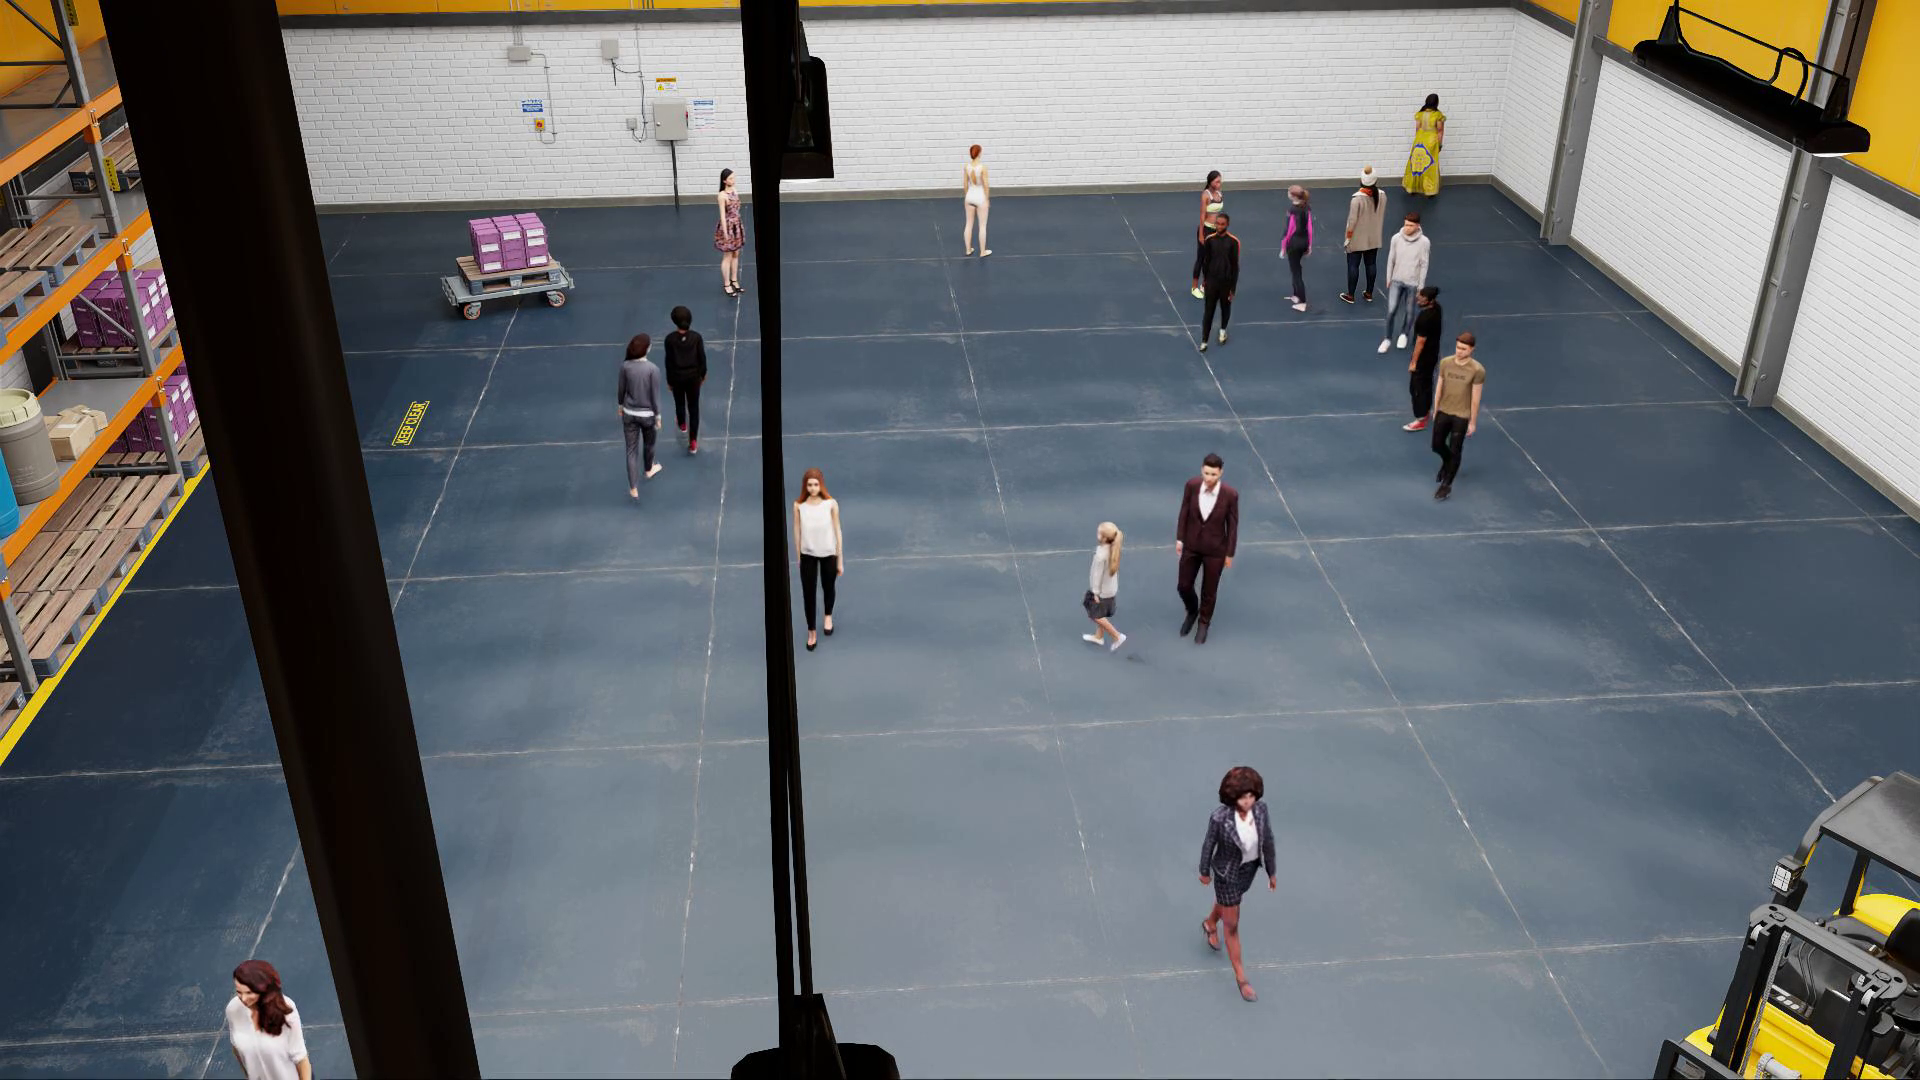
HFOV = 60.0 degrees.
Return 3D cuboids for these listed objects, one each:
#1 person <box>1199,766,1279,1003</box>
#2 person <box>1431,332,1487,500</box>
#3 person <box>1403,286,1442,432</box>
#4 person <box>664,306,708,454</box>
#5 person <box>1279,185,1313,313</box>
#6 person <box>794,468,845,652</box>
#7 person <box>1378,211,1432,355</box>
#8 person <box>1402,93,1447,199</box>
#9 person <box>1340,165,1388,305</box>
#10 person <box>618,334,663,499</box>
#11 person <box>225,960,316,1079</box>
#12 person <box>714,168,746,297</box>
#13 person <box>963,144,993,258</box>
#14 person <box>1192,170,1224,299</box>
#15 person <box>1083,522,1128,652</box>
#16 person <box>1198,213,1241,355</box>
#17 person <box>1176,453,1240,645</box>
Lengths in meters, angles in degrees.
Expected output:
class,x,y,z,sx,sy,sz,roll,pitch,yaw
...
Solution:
class,x,y,z,sx,sy,sz,roll,pitch,yaw
person,1.810,2.191,11.165,0.834,1.655,1.105,-12,31,-21
person,5.241,-1.336,17.435,0.913,1.840,0.977,21,35,34
person,5.351,-2.118,18.987,0.902,1.728,0.738,23,36,35
person,-3.018,-1.750,18.401,0.740,1.643,1.065,-7,29,-13
person,4.552,-3.891,22.249,0.754,1.717,0.816,-13,31,-22
person,-1.257,0.097,14.955,0.626,1.700,0.815,-1,29,-2
person,5.695,-3.301,21.053,0.931,1.826,1.048,12,31,20
person,7.558,-6.392,26.893,0.998,1.660,1.054,21,35,33
person,5.483,-4.157,22.546,0.741,1.900,0.715,-7,29,-13
person,-3.369,-1.266,17.429,0.833,1.724,1.149,2,29,4
person,-3.836,3.025,9.518,0.668,1.767,0.943,0,29,0
person,-3.147,-4.218,22.788,0.843,1.775,0.752,10,30,18
person,0.236,-4.962,24.290,0.622,1.643,0.646,15,32,26
person,3.402,-4.211,22.797,0.646,1.754,0.677,-23,36,-35
person,1.325,0.427,14.805,0.759,1.265,0.726,16,32,26
person,3.331,-3.269,21.077,0.959,1.748,1.294,9,30,15
person,2.214,0.025,14.927,0.819,1.855,0.802,11,30,19
